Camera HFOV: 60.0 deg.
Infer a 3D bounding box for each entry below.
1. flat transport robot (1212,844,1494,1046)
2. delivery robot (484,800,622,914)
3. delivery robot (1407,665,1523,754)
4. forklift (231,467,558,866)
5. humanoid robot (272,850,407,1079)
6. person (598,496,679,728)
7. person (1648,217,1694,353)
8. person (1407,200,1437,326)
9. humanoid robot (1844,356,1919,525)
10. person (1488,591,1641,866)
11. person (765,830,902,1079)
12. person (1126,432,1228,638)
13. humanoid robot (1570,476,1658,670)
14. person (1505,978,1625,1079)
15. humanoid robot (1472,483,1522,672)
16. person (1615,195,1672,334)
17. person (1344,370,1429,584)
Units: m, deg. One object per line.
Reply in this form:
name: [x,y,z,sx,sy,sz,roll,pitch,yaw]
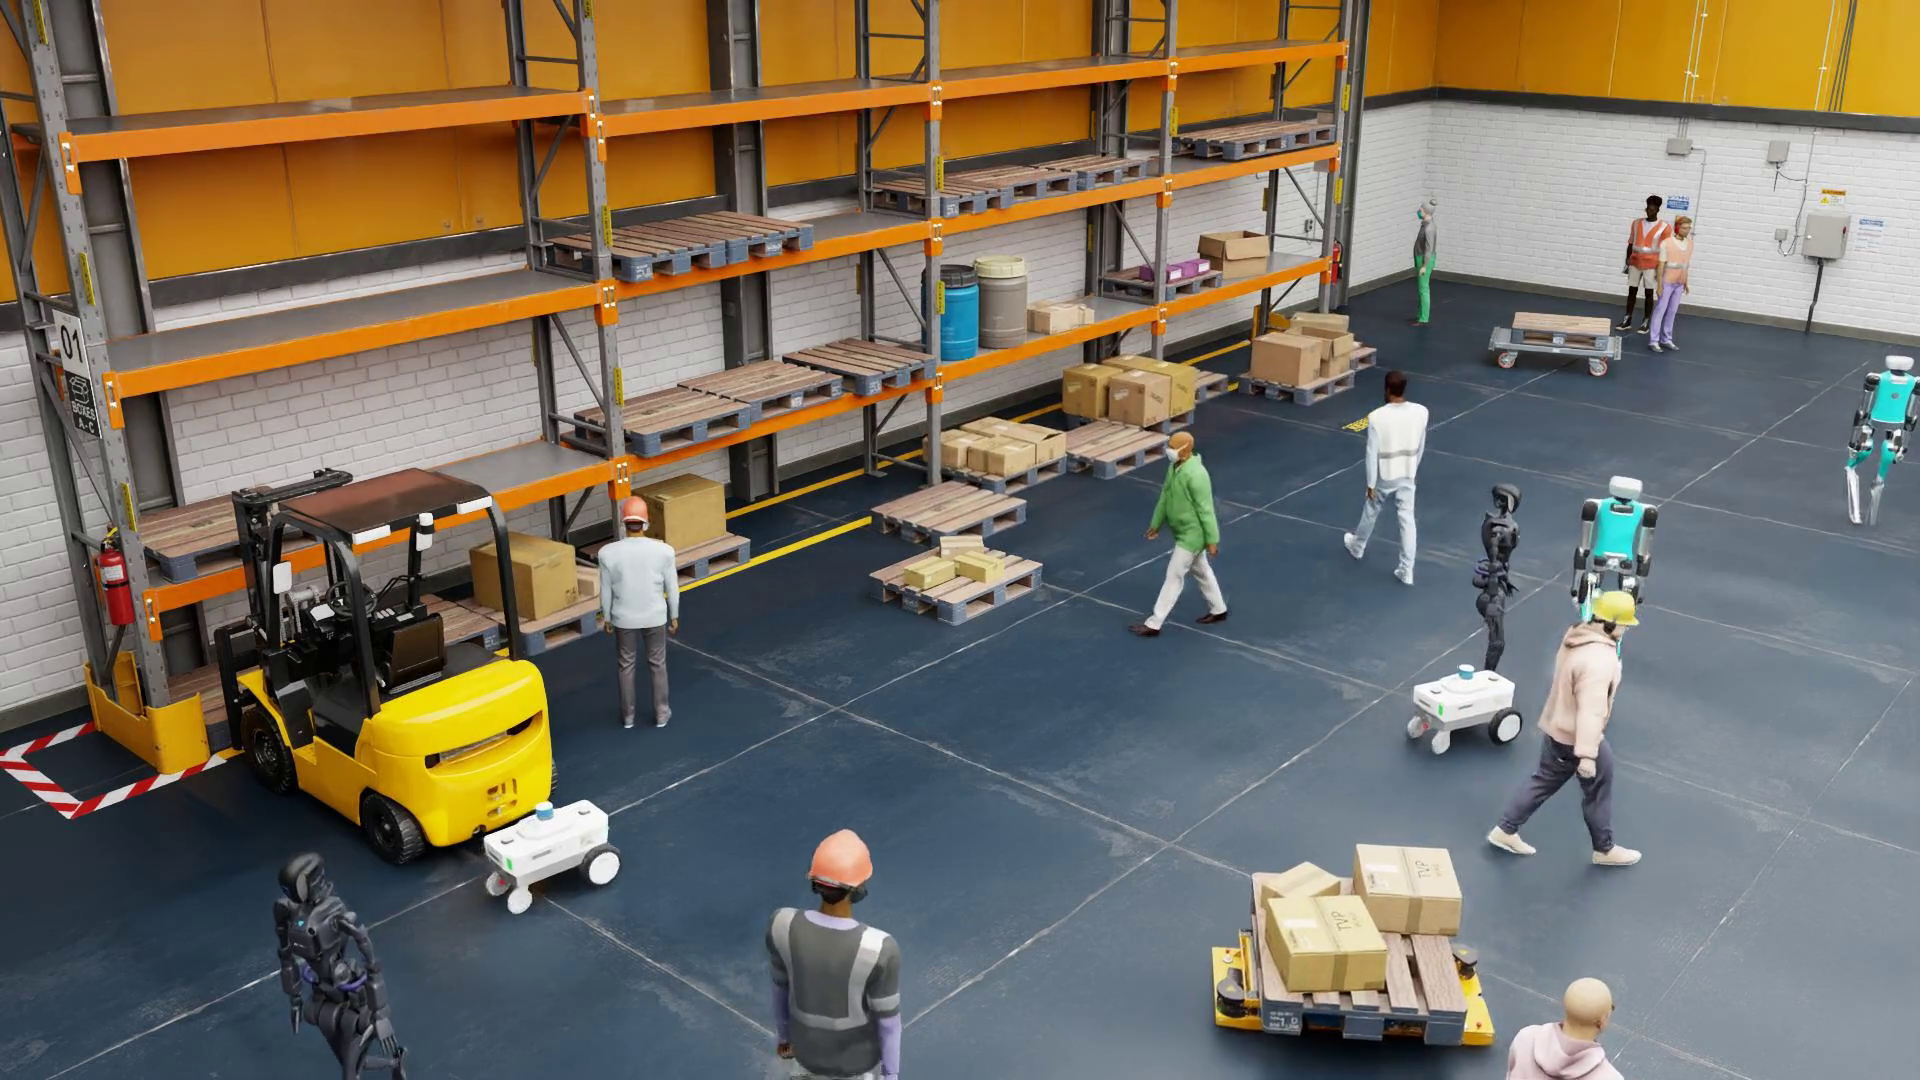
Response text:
flat transport robot: [2.098,2.419,8.996,1.431,0.231,0.659,2,20,6]
delivery robot: [-2.466,1.872,10.093,0.791,0.614,0.499,-17,26,-39]
delivery robot: [3.621,1.190,11.936,0.814,0.610,0.499,-9,22,-23]
forklift: [-3.730,0.710,10.856,2.313,2.155,1.214,17,26,38]
humanoid robot: [-2.848,2.122,7.829,0.608,1.621,0.743,7,21,19]
person: [-2.310,0.523,12.007,0.568,1.741,0.351,-3,20,-9]
person: [9.733,-3.500,22.753,0.562,1.848,0.390,-9,22,-24]
person: [6.758,-4.042,24.235,0.326,1.839,0.523,5,21,13]
humanoid robot: [8.817,-0.904,16.047,0.544,1.896,0.716,5,21,13]
person: [3.776,1.164,10.176,0.875,1.825,0.823,1,20,2]
person: [-0.548,2.197,7.086,0.615,2.015,0.782,5,21,13]
person: [1.839,-0.060,13.619,0.961,1.729,0.576,-4,21,-12]
humanoid robot: [4.758,0.490,12.177,0.534,1.812,0.813,5,21,14]
person: [2.337,2.513,6.572,0.414,1.776,0.530,-15,25,-36]
humanoid robot: [4.060,0.360,12.550,0.351,1.654,0.609,10,22,25]
person: [9.798,-3.951,23.807,0.368,1.966,0.603,-19,27,-41]
person: [3.861,-0.609,14.901,0.610,1.860,1.018,-4,21,-10]
